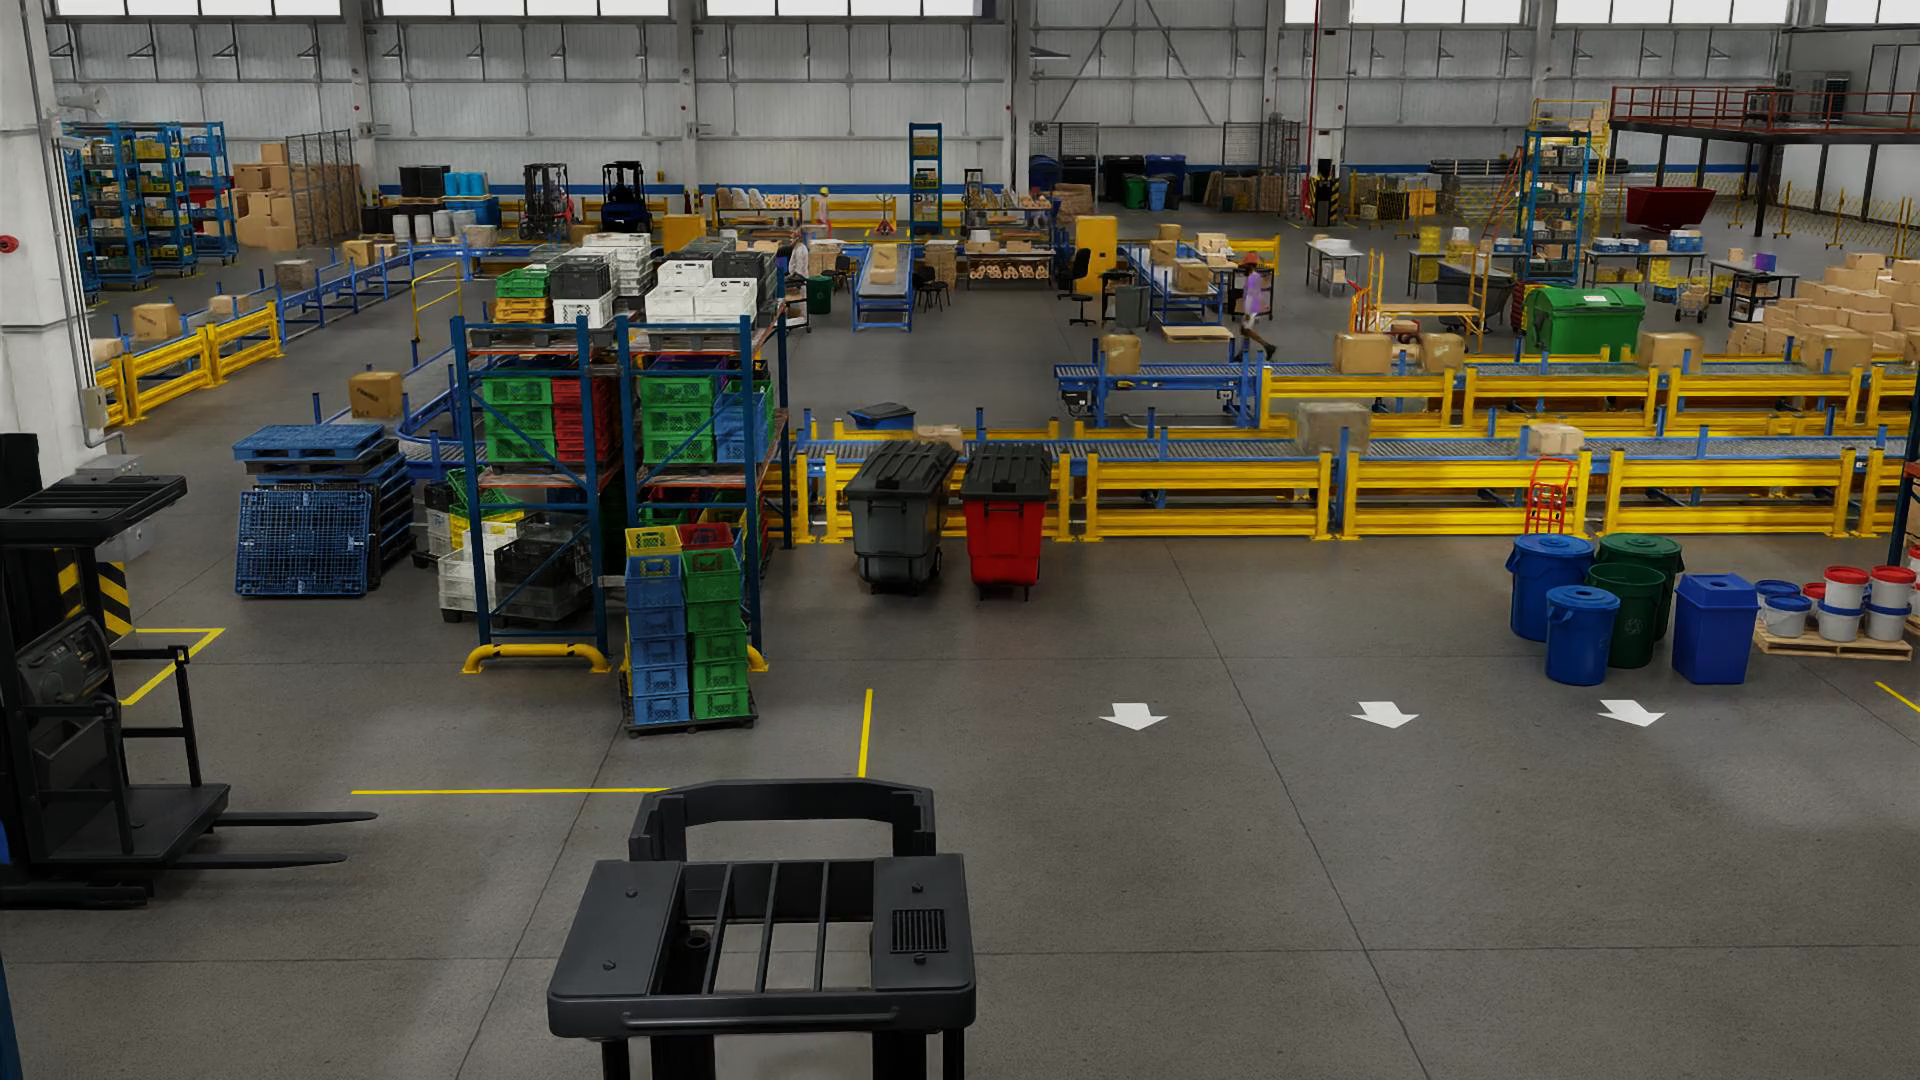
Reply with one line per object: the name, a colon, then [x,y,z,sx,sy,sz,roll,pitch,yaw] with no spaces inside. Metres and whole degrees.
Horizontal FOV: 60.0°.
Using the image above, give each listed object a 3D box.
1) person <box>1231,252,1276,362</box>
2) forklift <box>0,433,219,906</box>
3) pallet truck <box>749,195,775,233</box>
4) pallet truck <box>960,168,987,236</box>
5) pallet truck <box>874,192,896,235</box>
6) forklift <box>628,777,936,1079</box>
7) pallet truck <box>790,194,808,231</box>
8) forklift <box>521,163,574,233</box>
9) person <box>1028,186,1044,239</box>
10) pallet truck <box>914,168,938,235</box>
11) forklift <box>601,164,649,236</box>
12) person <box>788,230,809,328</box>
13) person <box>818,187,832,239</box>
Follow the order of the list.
person: [5.078,-3.991,28.672,0.739,1.916,0.552,5,17,17]
forklift: [-5.952,0.780,10.366,1.873,2.768,1.129,0,16,-1]
pallet truck: [-6.051,-9.967,50.660,0.680,1.201,1.601,0,16,-1]
pallet truck: [0.383,-10.230,50.206,0.823,1.965,1.885,-1,16,-3]
pallet truck: [-2.277,-9.986,50.594,0.653,1.274,1.630,0,16,-1]
forklift: [-0.542,2.165,5.552,1.129,2.768,1.873,-1,16,-2]
pallet truck: [-4.814,-9.883,50.259,0.704,1.261,1.522,-1,16,-3]
forklift: [-12.233,-10.122,49.298,1.157,1.987,2.680,0,16,-1]
person: [1.898,-7.960,42.273,0.621,2.017,0.618,3,16,9]
pallet truck: [-0.989,-10.316,50.507,0.823,1.965,1.885,1,16,3]
forklift: [-9.948,-10.127,49.296,1.157,1.987,2.680,-1,16,-3]
person: [-3.165,-5.107,32.595,0.396,1.899,0.644,0,16,-2]
person: [-3.763,-8.853,45.866,0.672,1.750,0.536,-7,18,-24]
